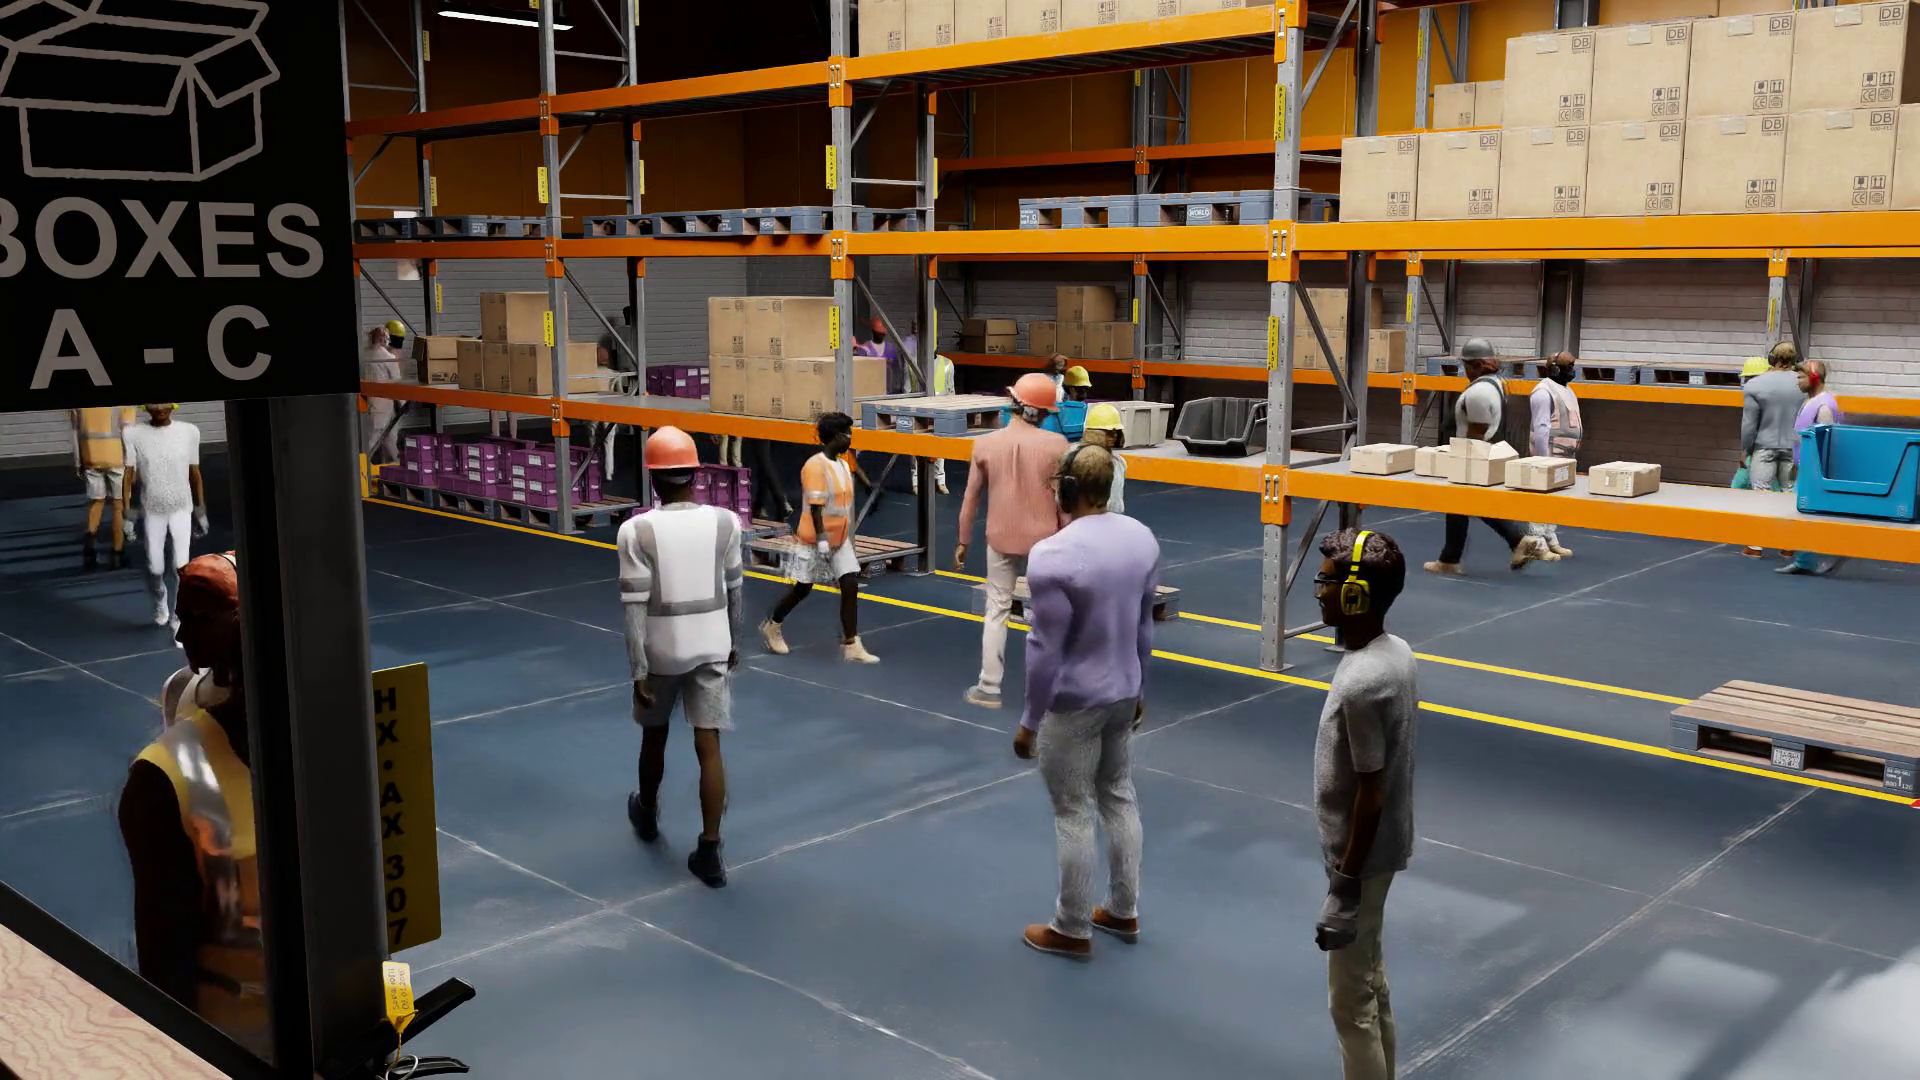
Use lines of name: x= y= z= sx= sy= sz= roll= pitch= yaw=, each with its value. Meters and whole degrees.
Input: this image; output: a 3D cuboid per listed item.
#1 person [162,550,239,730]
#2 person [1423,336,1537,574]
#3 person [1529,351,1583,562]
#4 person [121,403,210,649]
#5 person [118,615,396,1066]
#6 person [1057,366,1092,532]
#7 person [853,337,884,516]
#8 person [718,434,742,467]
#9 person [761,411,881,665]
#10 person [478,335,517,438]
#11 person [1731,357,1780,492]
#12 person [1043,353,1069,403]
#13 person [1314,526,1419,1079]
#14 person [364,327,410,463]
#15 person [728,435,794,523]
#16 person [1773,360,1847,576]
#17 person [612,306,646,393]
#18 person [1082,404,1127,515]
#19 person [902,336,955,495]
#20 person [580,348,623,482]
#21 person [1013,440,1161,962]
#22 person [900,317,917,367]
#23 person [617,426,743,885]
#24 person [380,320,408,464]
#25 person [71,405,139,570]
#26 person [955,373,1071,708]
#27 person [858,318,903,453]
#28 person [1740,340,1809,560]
person: x=-1.753 y=0.952 z=4.156 sx=0.579 sy=1.882 sz=0.342 roll=4 pitch=10 yaw=24
person: x=4.368 y=-0.709 z=13.861 sx=0.807 sy=2.000 sz=0.685 roll=6 pitch=11 yaw=31
person: x=5.253 y=-0.742 z=14.673 sx=0.430 sy=1.845 sz=0.620 roll=8 pitch=12 yaw=39
person: x=-5.458 y=-0.203 z=11.400 sx=0.562 sy=1.843 sz=0.740 roll=-5 pitch=11 yaw=-30
person: x=-1.517 y=1.046 z=3.799 sx=0.650 sy=1.817 sz=0.711 roll=-9 pitch=13 yaw=-44
person: x=0.948 y=-0.555 z=13.759 sx=0.532 sy=1.767 sz=0.328 roll=-9 pitch=13 yaw=-44
person: x=-1.055 y=-1.191 z=17.281 sx=0.831 sy=1.903 sz=0.582 roll=9 pitch=13 yaw=43
person: x=-2.820 y=-1.571 z=20.400 sx=0.302 sy=1.633 sz=0.508 roll=6 pitch=11 yaw=33
person: x=-0.937 y=-0.024 z=10.842 sx=0.850 sy=1.650 sz=0.525 roll=5 pitch=11 yaw=30
person: x=-6.661 y=-2.331 z=23.975 sx=0.610 sy=1.985 sz=0.392 roll=-7 pitch=12 yaw=-37
person: x=7.422 y=-0.840 z=15.593 sx=0.794 sy=1.728 sz=0.561 roll=8 pitch=12 yaw=41
person: x=1.029 y=-1.340 z=19.029 sx=0.531 sy=1.606 sz=0.487 roll=-2 pitch=10 yaw=-15
person: x=1.075 y=0.890 z=4.577 sx=0.316 sy=1.870 sz=0.531 roll=4 pitch=10 yaw=21
person: x=-7.080 y=-1.672 z=20.362 sx=0.637 sy=1.845 sz=1.040 roll=6 pitch=11 yaw=31
person: x=-1.936 y=-1.151 z=16.869 sx=0.601 sy=1.959 sz=0.999 roll=-8 pitch=13 yaw=-42
person: x=7.064 y=-0.584 z=13.787 sx=0.442 sy=1.818 sz=0.567 roll=3 pitch=10 yaw=19
person: x=-5.388 y=-2.844 z=27.194 sx=0.618 sy=1.957 sz=0.361 roll=4 pitch=10 yaw=22
person: x=0.866 y=0.032 z=10.228 sx=0.314 sy=1.744 sz=0.487 roll=9 pitch=13 yaw=44
person: x=-0.348 y=-1.426 z=18.865 sx=0.632 sy=1.843 sz=0.429 roll=-3 pitch=10 yaw=-17
person: x=-4.361 y=-1.529 z=20.241 sx=0.538 sy=1.595 sz=0.863 roll=-2 pitch=9 yaw=-10
person: x=0.475 y=0.597 z=6.169 sx=0.632 sy=1.939 sz=0.365 roll=-9 pitch=13 yaw=-43
person: x=-0.577 y=-2.153 z=23.151 sx=0.414 sy=1.903 sz=0.663 roll=4 pitch=10 yaw=25
person: x=-1.215 y=0.456 z=7.170 sx=0.555 sy=1.890 sz=0.971 roll=-4 pitch=10 yaw=-21
person: x=-7.149 y=-1.805 z=20.979 sx=0.432 sy=1.916 sz=0.596 roll=-5 pitch=11 yaw=-28
person: x=-7.205 y=-0.673 z=14.020 sx=0.568 sy=1.915 sz=0.508 roll=-1 pitch=9 yaw=-5
person: x=0.334 y=0.020 z=9.636 sx=0.750 sy=1.969 sz=0.411 roll=3 pitch=10 yaw=16
person: x=-1.129 y=-2.158 z=23.283 sx=0.570 sy=1.870 sz=1.024 roll=-5 pitch=10 yaw=-28
person: x=7.178 y=-0.781 z=14.615 sx=0.630 sy=1.940 sz=0.372 roll=2 pitch=9 yaw=11
